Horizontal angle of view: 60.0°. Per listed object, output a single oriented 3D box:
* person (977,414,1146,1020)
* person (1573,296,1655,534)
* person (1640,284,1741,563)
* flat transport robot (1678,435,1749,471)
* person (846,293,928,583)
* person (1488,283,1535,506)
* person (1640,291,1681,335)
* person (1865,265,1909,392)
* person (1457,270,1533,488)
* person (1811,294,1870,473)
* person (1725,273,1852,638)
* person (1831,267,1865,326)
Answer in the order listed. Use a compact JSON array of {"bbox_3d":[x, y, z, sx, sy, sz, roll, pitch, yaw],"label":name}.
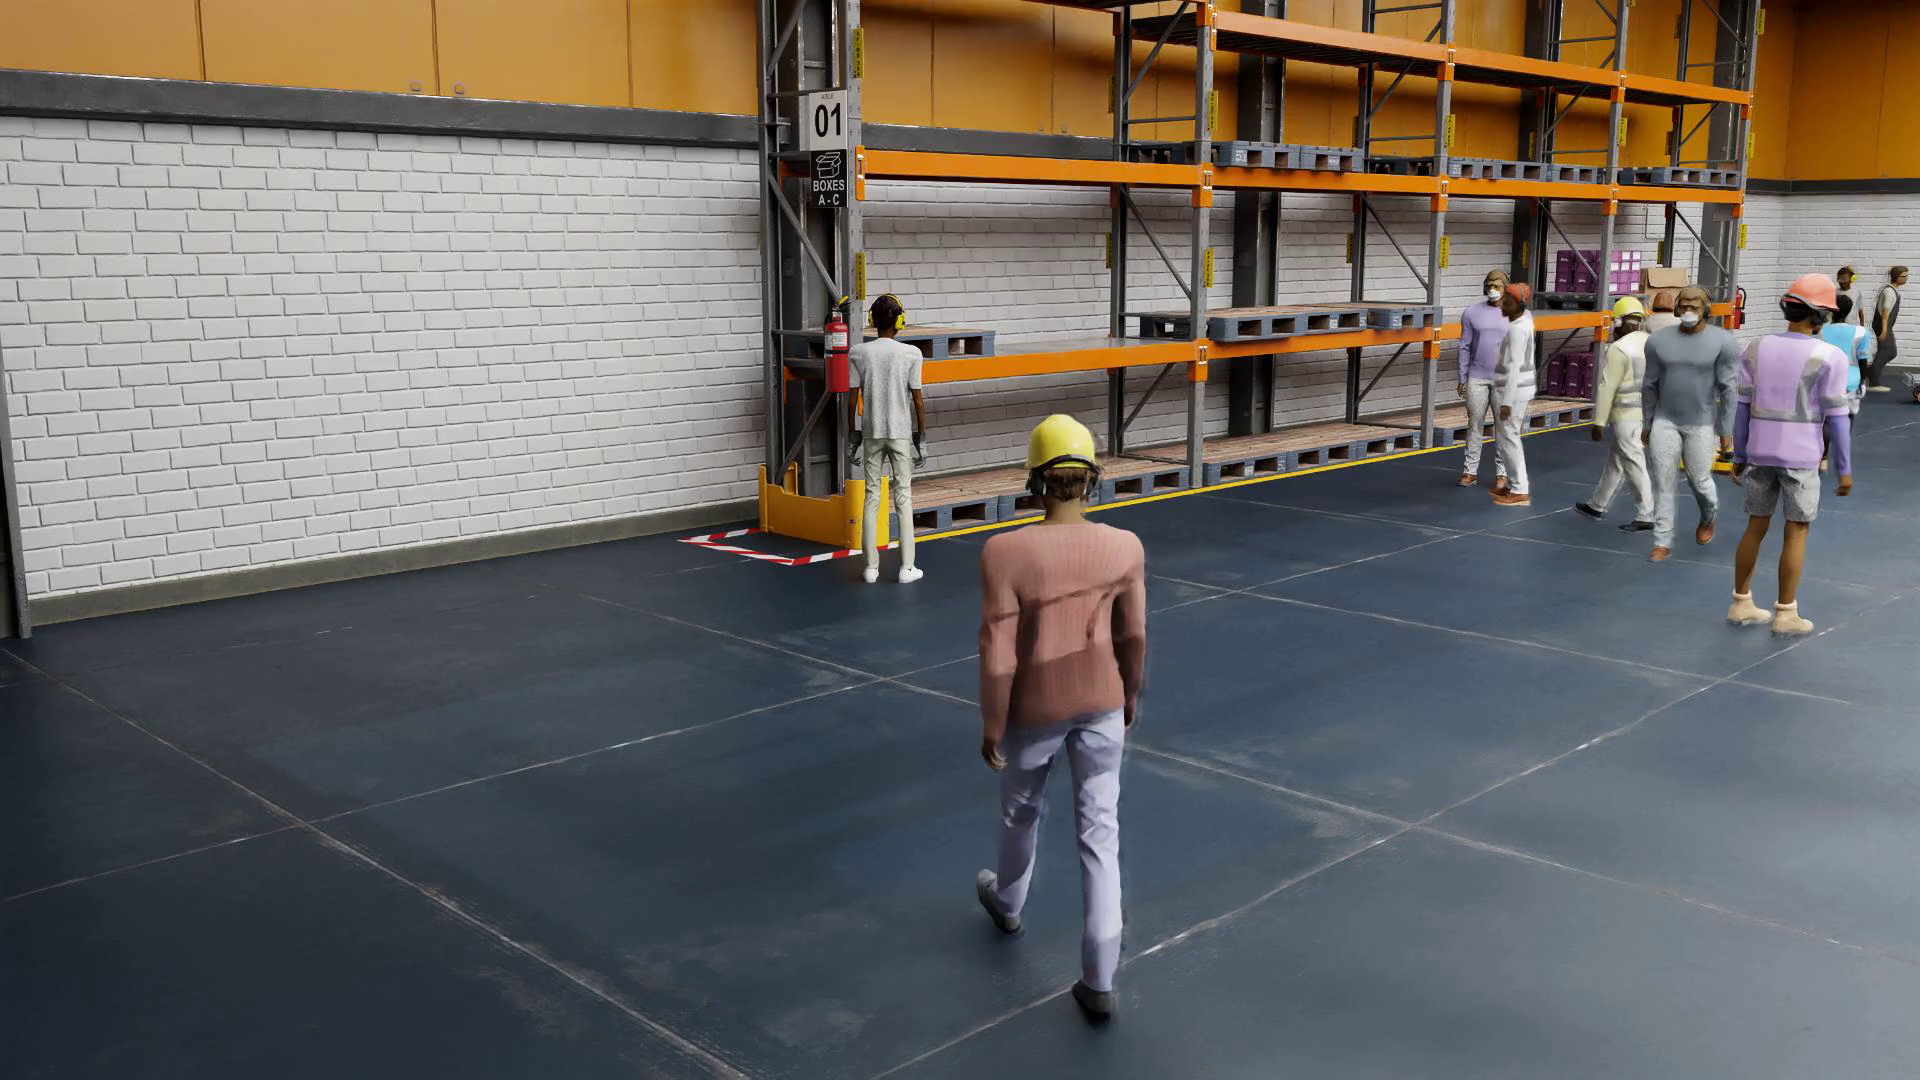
[{"bbox_3d":[0.296,0.483,4.982,0.551,1.713,0.917,-3,11,-14],"label":"person"},{"bbox_3d":[5.044,-0.957,12.713,0.630,1.774,0.872,-9,14,-41],"label":"person"},{"bbox_3d":[5.069,-0.813,11.546,0.639,1.919,0.770,9,13,39],"label":"person"},{"bbox_3d":[7.415,-0.868,16.308,0.652,0.197,1.431,7,13,35],"label":"flat transport robot"},{"bbox_3d":[-0.473,-0.650,10.754,0.538,1.869,0.313,1,10,7],"label":"person"},{"bbox_3d":[4.584,-1.192,13.770,0.354,1.850,0.655,4,11,19],"label":"person"},{"bbox_3d":[8.038,-2.060,19.149,0.504,1.610,0.674,9,14,40],"label":"person"},{"bbox_3d":[13.223,-3.009,23.763,0.466,1.818,0.543,7,12,33],"label":"person"},{"bbox_3d":[4.726,-1.421,14.774,0.630,1.940,0.372,6,12,28],"label":"person"},{"bbox_3d":[8.243,-1.467,15.670,0.541,1.686,0.365,5,12,26],"label":"person"},{"bbox_3d":[4.638,-0.468,9.309,0.401,2.033,0.632,-6,12,-31],"label":"person"},{"bbox_3d":[12.205,-2.873,23.070,1.006,1.805,0.541,-8,13,-39],"label":"person"}]
